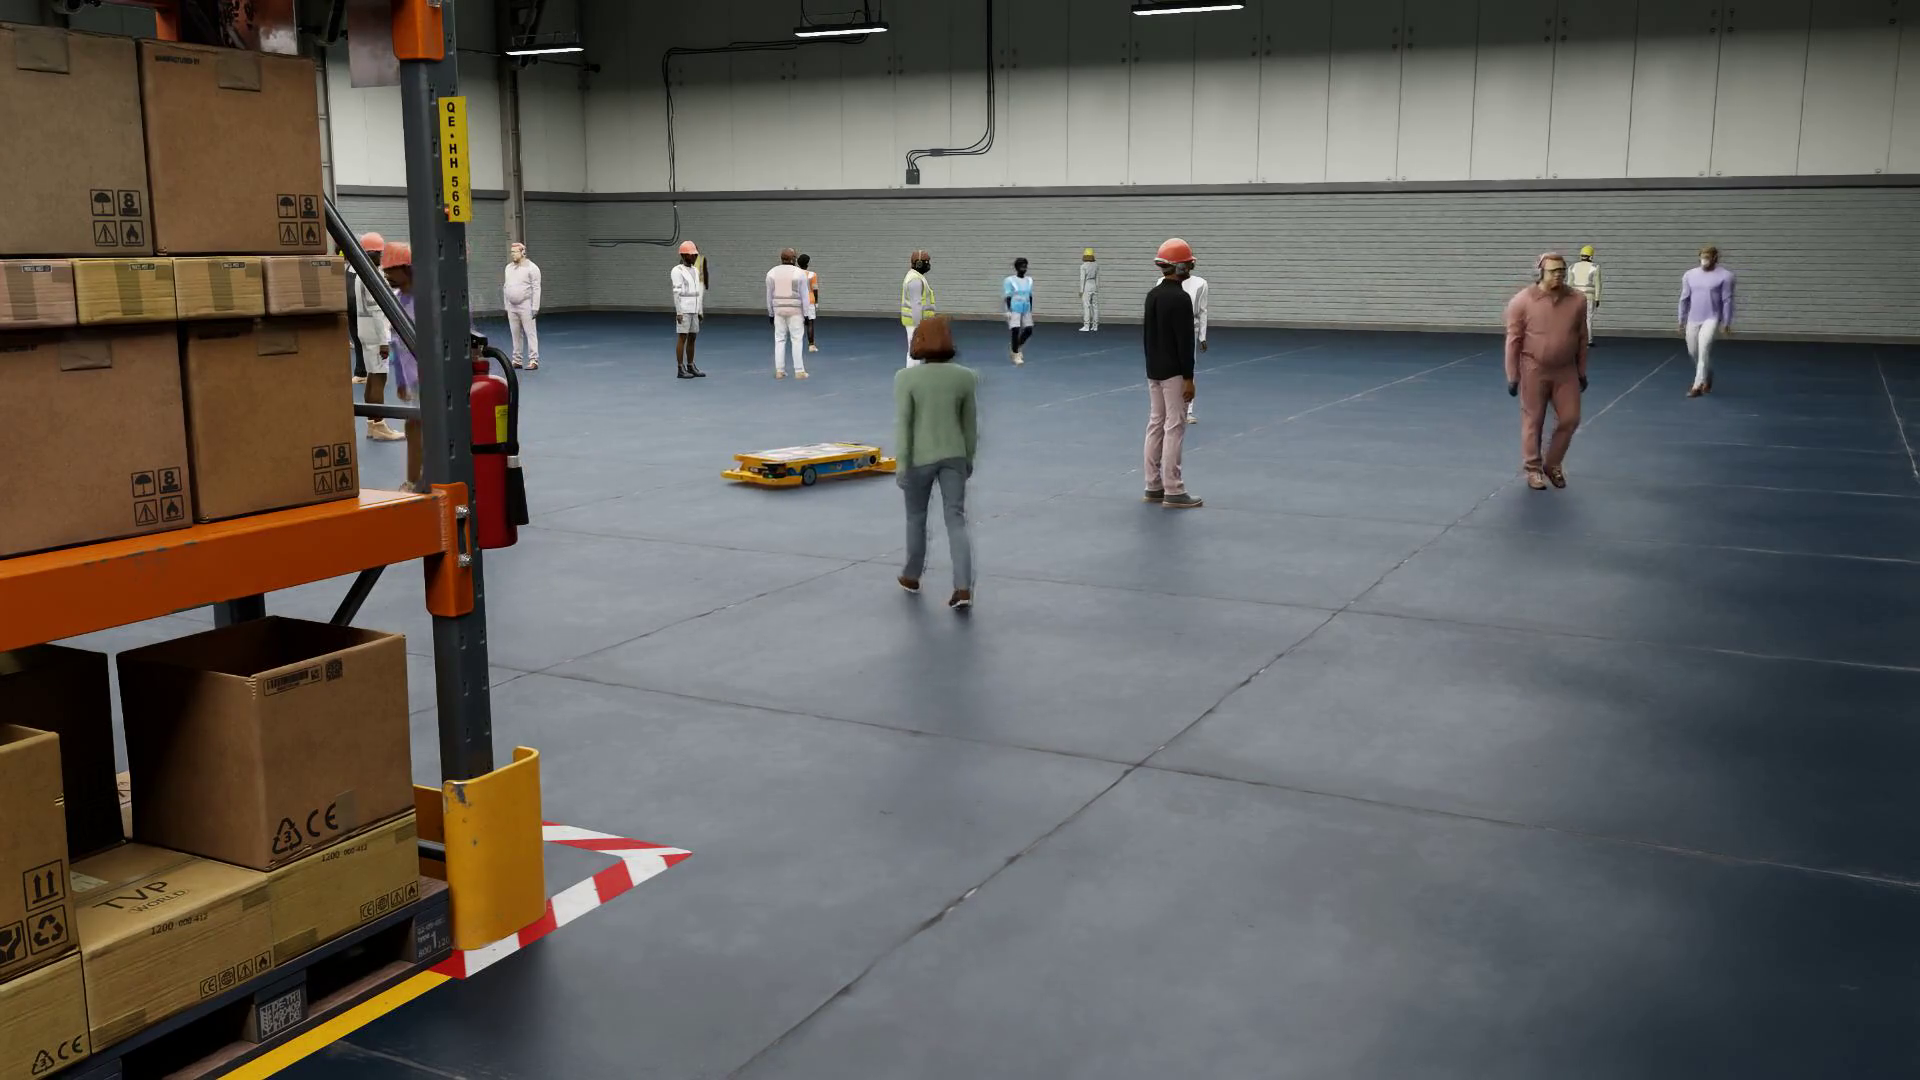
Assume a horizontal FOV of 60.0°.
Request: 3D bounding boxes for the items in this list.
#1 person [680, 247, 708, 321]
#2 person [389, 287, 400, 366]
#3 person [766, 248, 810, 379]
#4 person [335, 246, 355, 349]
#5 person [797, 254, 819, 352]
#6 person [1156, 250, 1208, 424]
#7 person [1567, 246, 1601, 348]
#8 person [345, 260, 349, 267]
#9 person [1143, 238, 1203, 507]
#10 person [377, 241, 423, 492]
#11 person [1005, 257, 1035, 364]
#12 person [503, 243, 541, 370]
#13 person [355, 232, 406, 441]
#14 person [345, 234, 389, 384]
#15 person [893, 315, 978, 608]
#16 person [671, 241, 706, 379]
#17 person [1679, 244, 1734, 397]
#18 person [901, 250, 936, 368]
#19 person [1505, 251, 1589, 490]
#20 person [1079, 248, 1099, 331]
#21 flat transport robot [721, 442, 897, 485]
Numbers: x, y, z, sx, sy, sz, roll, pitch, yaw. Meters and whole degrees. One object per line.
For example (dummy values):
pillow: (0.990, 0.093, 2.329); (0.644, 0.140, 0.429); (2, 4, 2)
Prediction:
person: (-6.237, -5.994, 38.872); (0.660, 1.798, 0.923); (-1, 10, -4)
person: (-8.599, -3.565, 25.605); (0.598, 1.803, 0.908); (9, 14, 39)
person: (-2.416, -3.202, 23.554); (0.634, 1.839, 0.429); (3, 11, 17)
person: (-10.968, -4.323, 29.604); (0.328, 1.865, 0.521); (-9, 14, -42)
person: (-2.695, -4.090, 28.786); (0.540, 1.696, 0.316); (2, 11, 13)
person: (2.374, -2.188, 17.901); (0.572, 1.885, 0.355); (-1, 10, -4)
person: (11.262, -4.387, 30.029); (0.591, 1.834, 0.404); (8, 13, 38)
person: (-13.228, -5.649, 36.497); (0.640, 1.983, 0.567); (4, 11, 22)
person: (1.585, -1.245, 12.451); (0.373, 1.997, 0.618); (-4, 11, -22)
person: (-3.974, -1.248, 12.545); (0.655, 1.994, 0.978); (10, 14, 43)
person: (0.924, -3.616, 26.239); (0.531, 1.680, 0.407); (-6, 12, -28)
person: (-6.622, -3.511, 25.057); (0.647, 1.908, 0.409); (5, 11, 24)
person: (-5.745, -1.997, 16.415); (0.367, 2.048, 0.607); (-6, 12, -30)
person: (-8.089, -3.109, 22.496); (0.689, 2.000, 0.538); (5, 12, 27)
person: (-0.126, -0.437, 9.157); (0.522, 1.591, 0.865); (-4, 11, -20)
person: (-3.847, -3.268, 23.644); (0.360, 1.939, 0.543); (5, 12, 27)
person: (9.462, -2.780, 21.064); (0.831, 1.920, 0.640); (-10, 14, -42)
person: (-0.519, -2.700, 20.846); (0.430, 1.836, 0.628); (0, 10, -2)
person: (4.671, -1.332, 13.204); (0.684, 1.891, 0.436); (0, 10, 1)
person: (2.733, -5.312, 35.320); (0.483, 1.745, 0.303); (-7, 12, -33)
flat transport robot: (-1.235, -0.647, 13.902); (0.652, 0.197, 1.431); (9, 14, 42)
